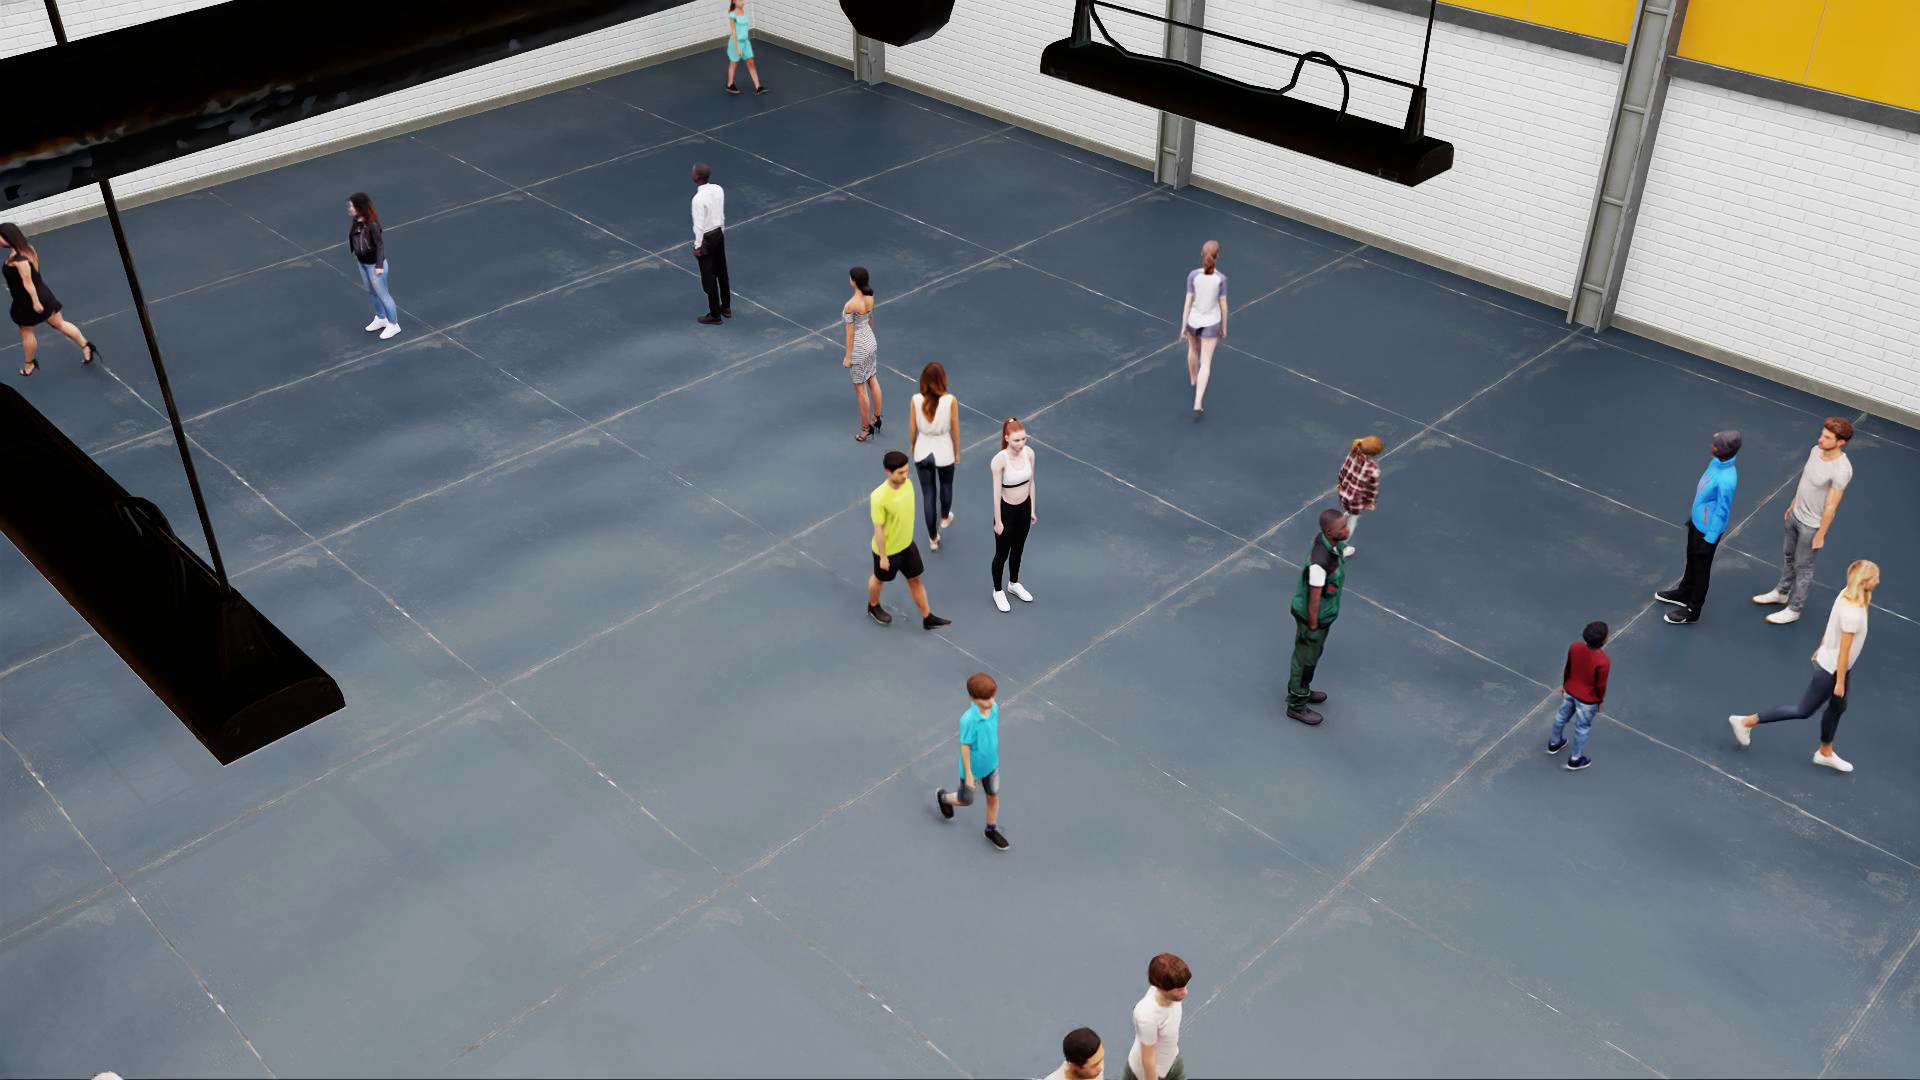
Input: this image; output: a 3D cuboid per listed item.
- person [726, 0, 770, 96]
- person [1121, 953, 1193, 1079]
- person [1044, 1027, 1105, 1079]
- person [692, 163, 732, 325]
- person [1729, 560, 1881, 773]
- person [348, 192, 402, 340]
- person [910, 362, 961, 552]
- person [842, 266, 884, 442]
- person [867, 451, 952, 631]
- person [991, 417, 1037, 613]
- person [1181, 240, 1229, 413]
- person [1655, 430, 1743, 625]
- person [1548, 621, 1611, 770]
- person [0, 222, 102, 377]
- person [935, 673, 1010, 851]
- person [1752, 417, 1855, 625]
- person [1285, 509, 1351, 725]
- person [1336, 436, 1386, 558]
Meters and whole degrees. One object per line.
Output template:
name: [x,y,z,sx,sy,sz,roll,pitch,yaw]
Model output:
person: [-3.353,-7.399,24.827,1.042,1.516,0.636,24,41,32]
person: [0.993,2.896,9.248,1.155,1.617,0.639,23,40,31]
person: [0.488,3.148,8.714,0.969,1.788,0.734,24,41,32]
person: [-2.754,-3.277,18.337,0.630,1.837,0.695,17,37,24]
person: [6.221,0.915,12.082,1.194,1.779,0.825,16,37,22]
person: [-6.406,-3.013,18.120,0.479,1.637,0.678,29,43,36]
person: [-0.234,-0.682,14.497,0.886,1.765,0.930,2,34,3]
person: [-0.940,-1.812,16.146,0.600,1.822,0.644,18,38,25]
person: [-0.608,-0.012,13.573,1.023,1.672,0.712,25,41,32]
person: [0.431,-0.227,13.834,0.618,1.741,0.573,-22,39,-29]
person: [2.431,-2.109,16.683,1.159,1.723,1.013,10,35,14]
person: [6.138,-0.122,13.624,0.737,1.799,0.704,4,34,6]
person: [4.579,1.119,12.249,0.604,1.254,0.484,-18,38,-25]
person: [-9.523,-2.499,17.311,1.025,1.677,1.086,-10,35,-14]
person: [0.079,1.495,11.521,0.563,1.434,0.862,-25,41,-33]
person: [6.978,-0.179,13.625,0.795,1.893,0.726,-1,34,-2]
person: [2.694,0.545,12.586,0.764,1.839,0.773,11,35,17]
person: [3.426,-0.384,14.490,0.681,1.277,0.508,-28,43,-35]
